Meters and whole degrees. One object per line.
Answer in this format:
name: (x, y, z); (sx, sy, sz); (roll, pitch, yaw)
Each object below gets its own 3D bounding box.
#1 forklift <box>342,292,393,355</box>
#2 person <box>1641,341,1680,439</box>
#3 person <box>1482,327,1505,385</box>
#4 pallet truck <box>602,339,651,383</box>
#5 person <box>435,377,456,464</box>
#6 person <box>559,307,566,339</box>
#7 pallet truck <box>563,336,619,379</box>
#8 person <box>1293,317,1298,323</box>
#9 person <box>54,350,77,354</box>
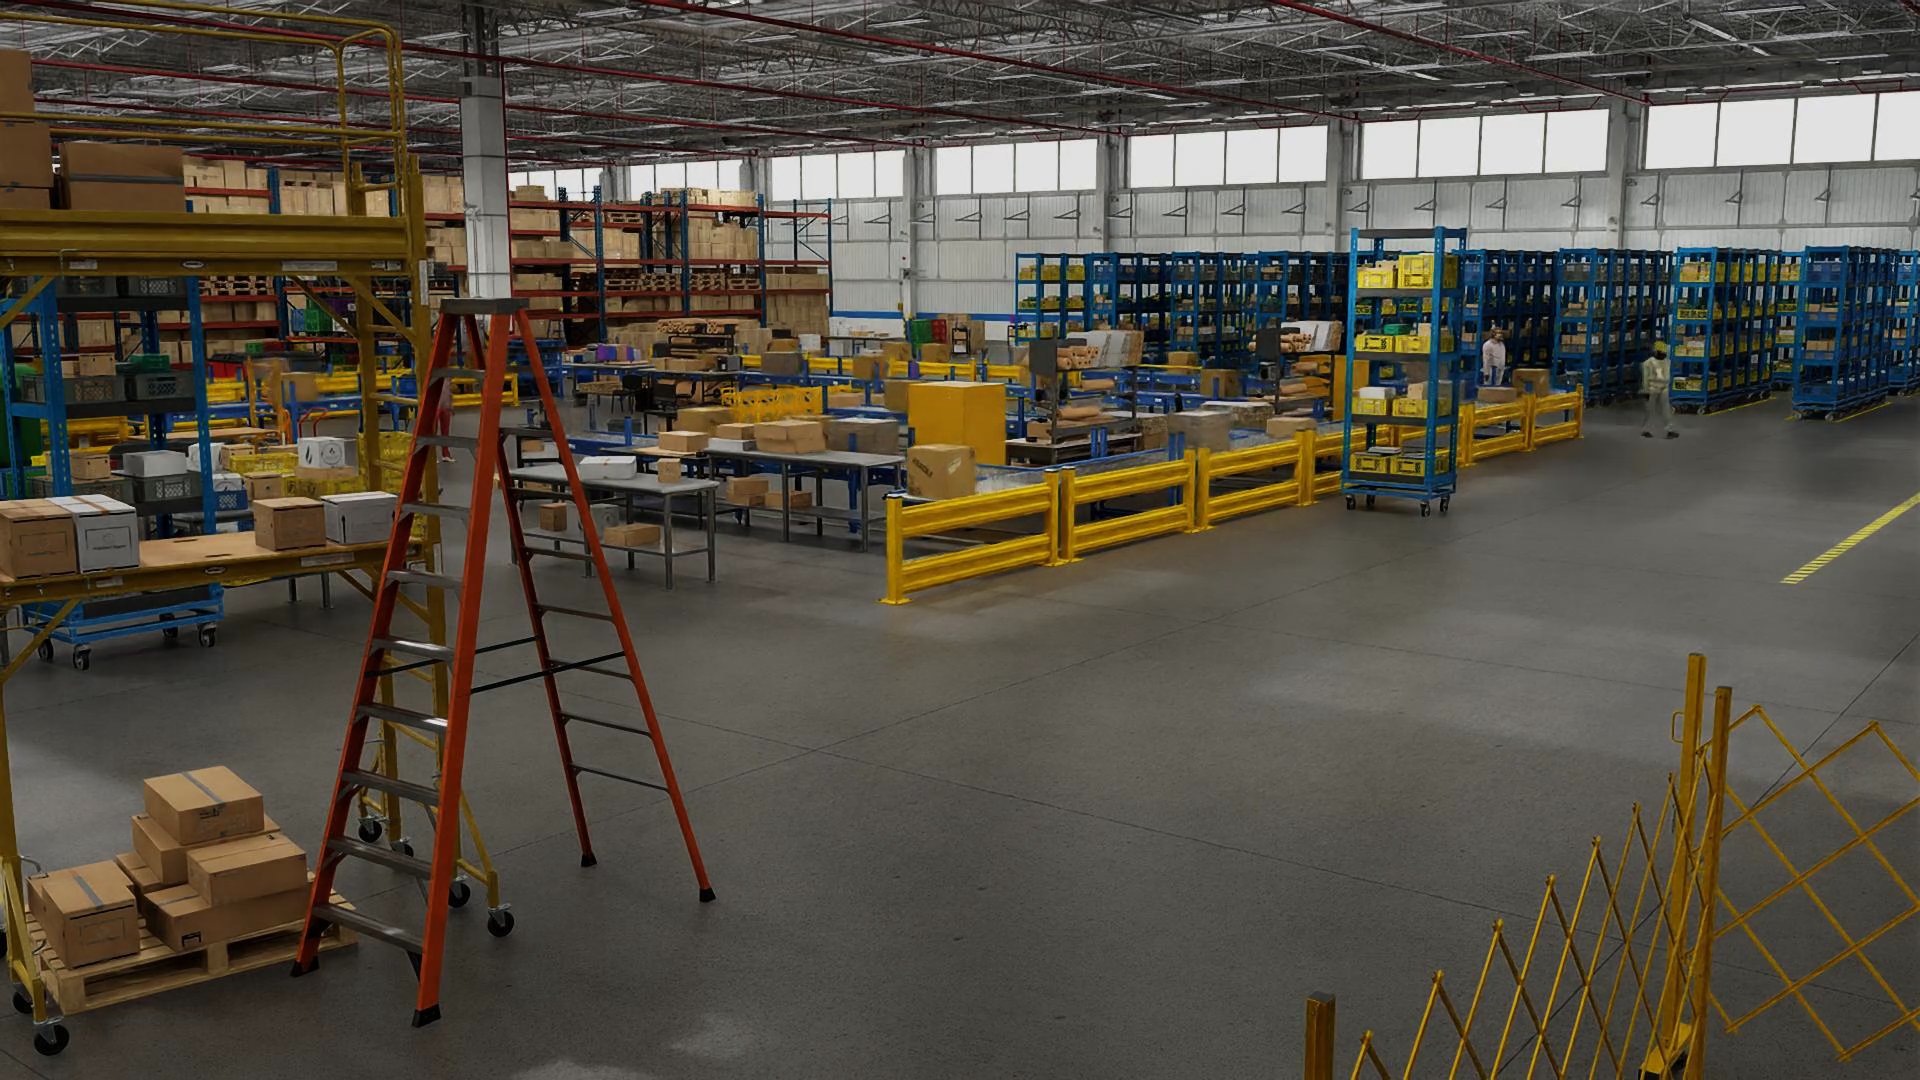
forklift: (-16.485, -5.622, 45.120); (1.129, 2.768, 1.873); (7, 11, 37)
person: (12.829, -2.733, 30.469); (0.625, 1.786, 0.900); (-2, 9, -14)
person: (11.298, -3.535, 35.120); (0.636, 1.911, 0.406); (-7, 11, -37)
pallet truck: (-8.991, -4.871, 45.351); (0.653, 1.274, 1.630); (7, 11, 37)
person: (-8.326, -2.105, 26.629); (0.308, 1.772, 0.525); (7, 11, 36)
person: (-15.312, -8.100, 64.149); (0.305, 1.736, 0.484); (-3, 9, -16)
pallet truck: (-10.690, -5.294, 48.215); (1.601, 1.201, 0.680); (-5, 10, -26)
person: (10.252, -6.052, 50.605); (0.415, 1.985, 0.611); (7, 11, 36)
person: (-32.830, -7.657, 60.909); (0.565, 1.882, 0.975); (5, 10, 27)
